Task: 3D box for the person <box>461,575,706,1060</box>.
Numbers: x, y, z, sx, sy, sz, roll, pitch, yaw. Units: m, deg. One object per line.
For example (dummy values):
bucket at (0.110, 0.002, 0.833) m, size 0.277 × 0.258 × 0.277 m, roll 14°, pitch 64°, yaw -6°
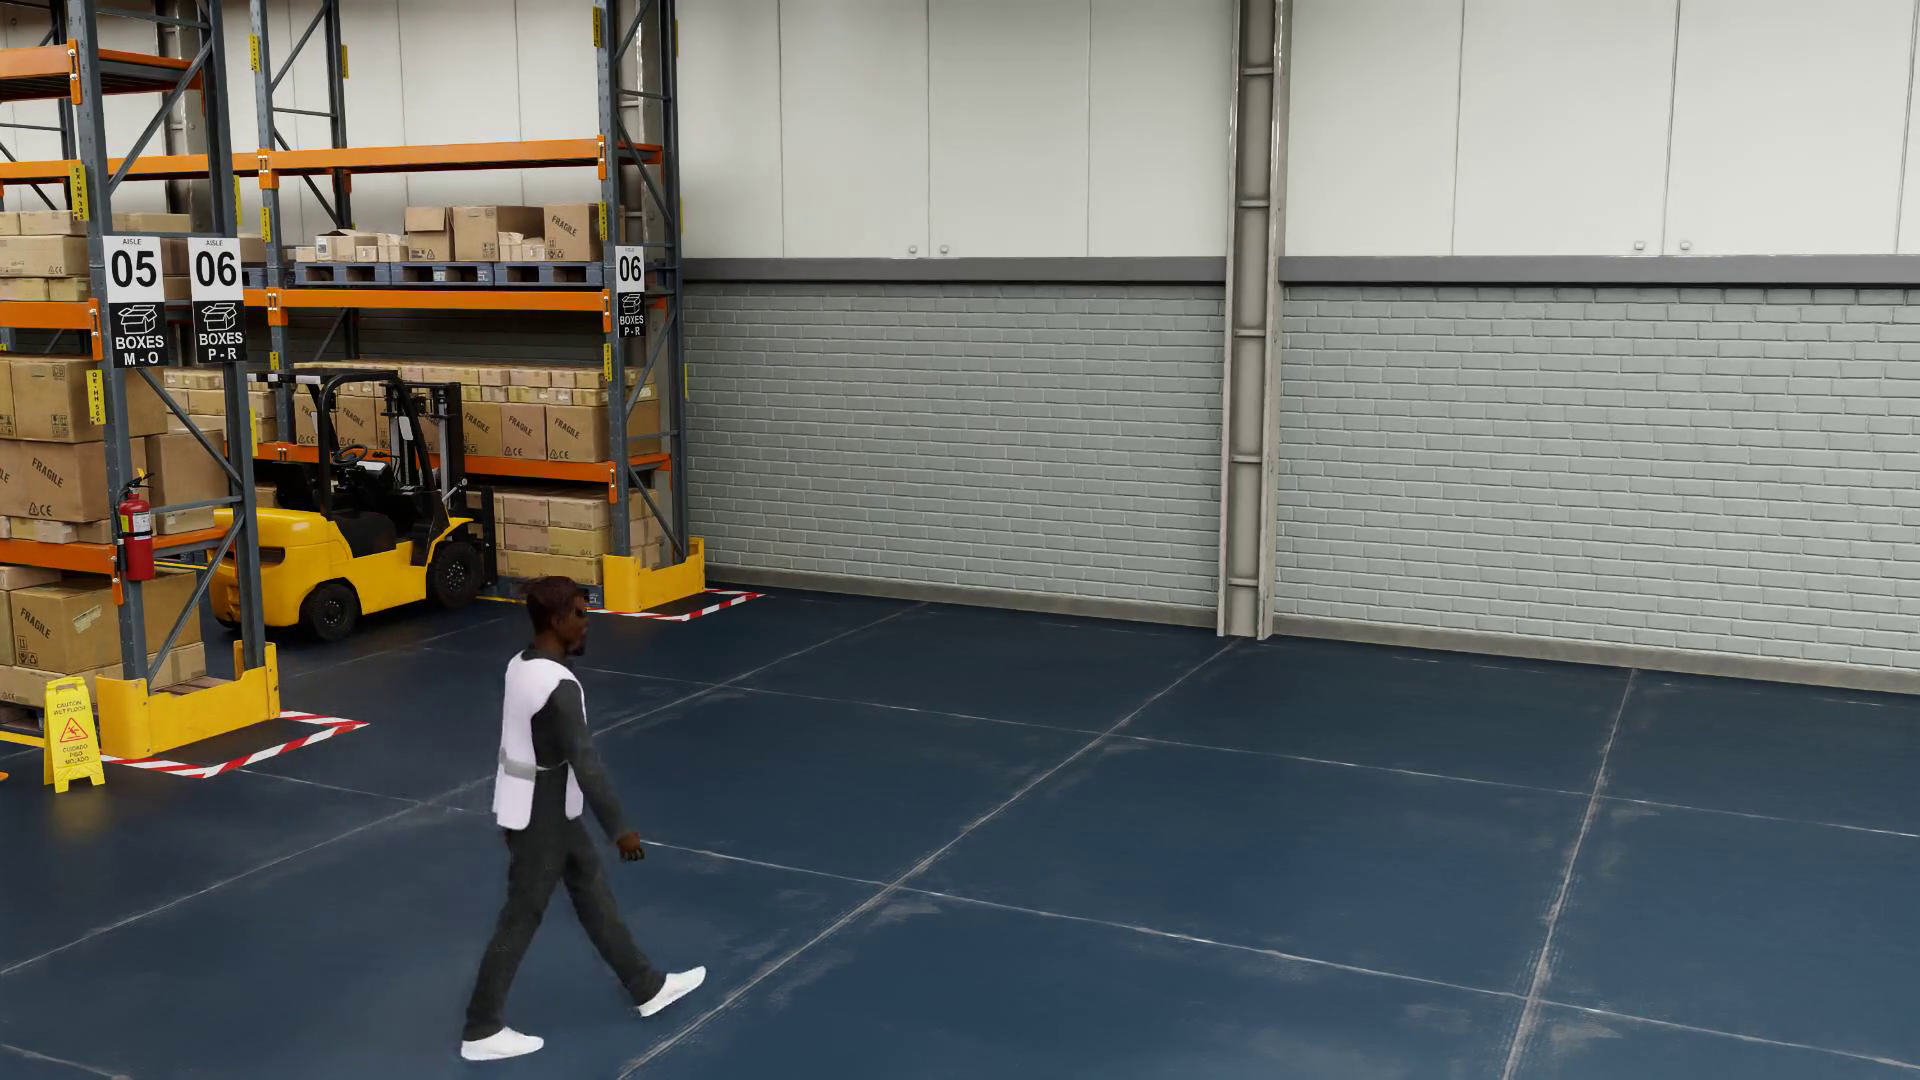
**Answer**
person at (-1.499, 1.061, 6.456) m, size 1.010 × 1.865 × 0.589 m, roll -4°, pitch 10°, yaw -22°
